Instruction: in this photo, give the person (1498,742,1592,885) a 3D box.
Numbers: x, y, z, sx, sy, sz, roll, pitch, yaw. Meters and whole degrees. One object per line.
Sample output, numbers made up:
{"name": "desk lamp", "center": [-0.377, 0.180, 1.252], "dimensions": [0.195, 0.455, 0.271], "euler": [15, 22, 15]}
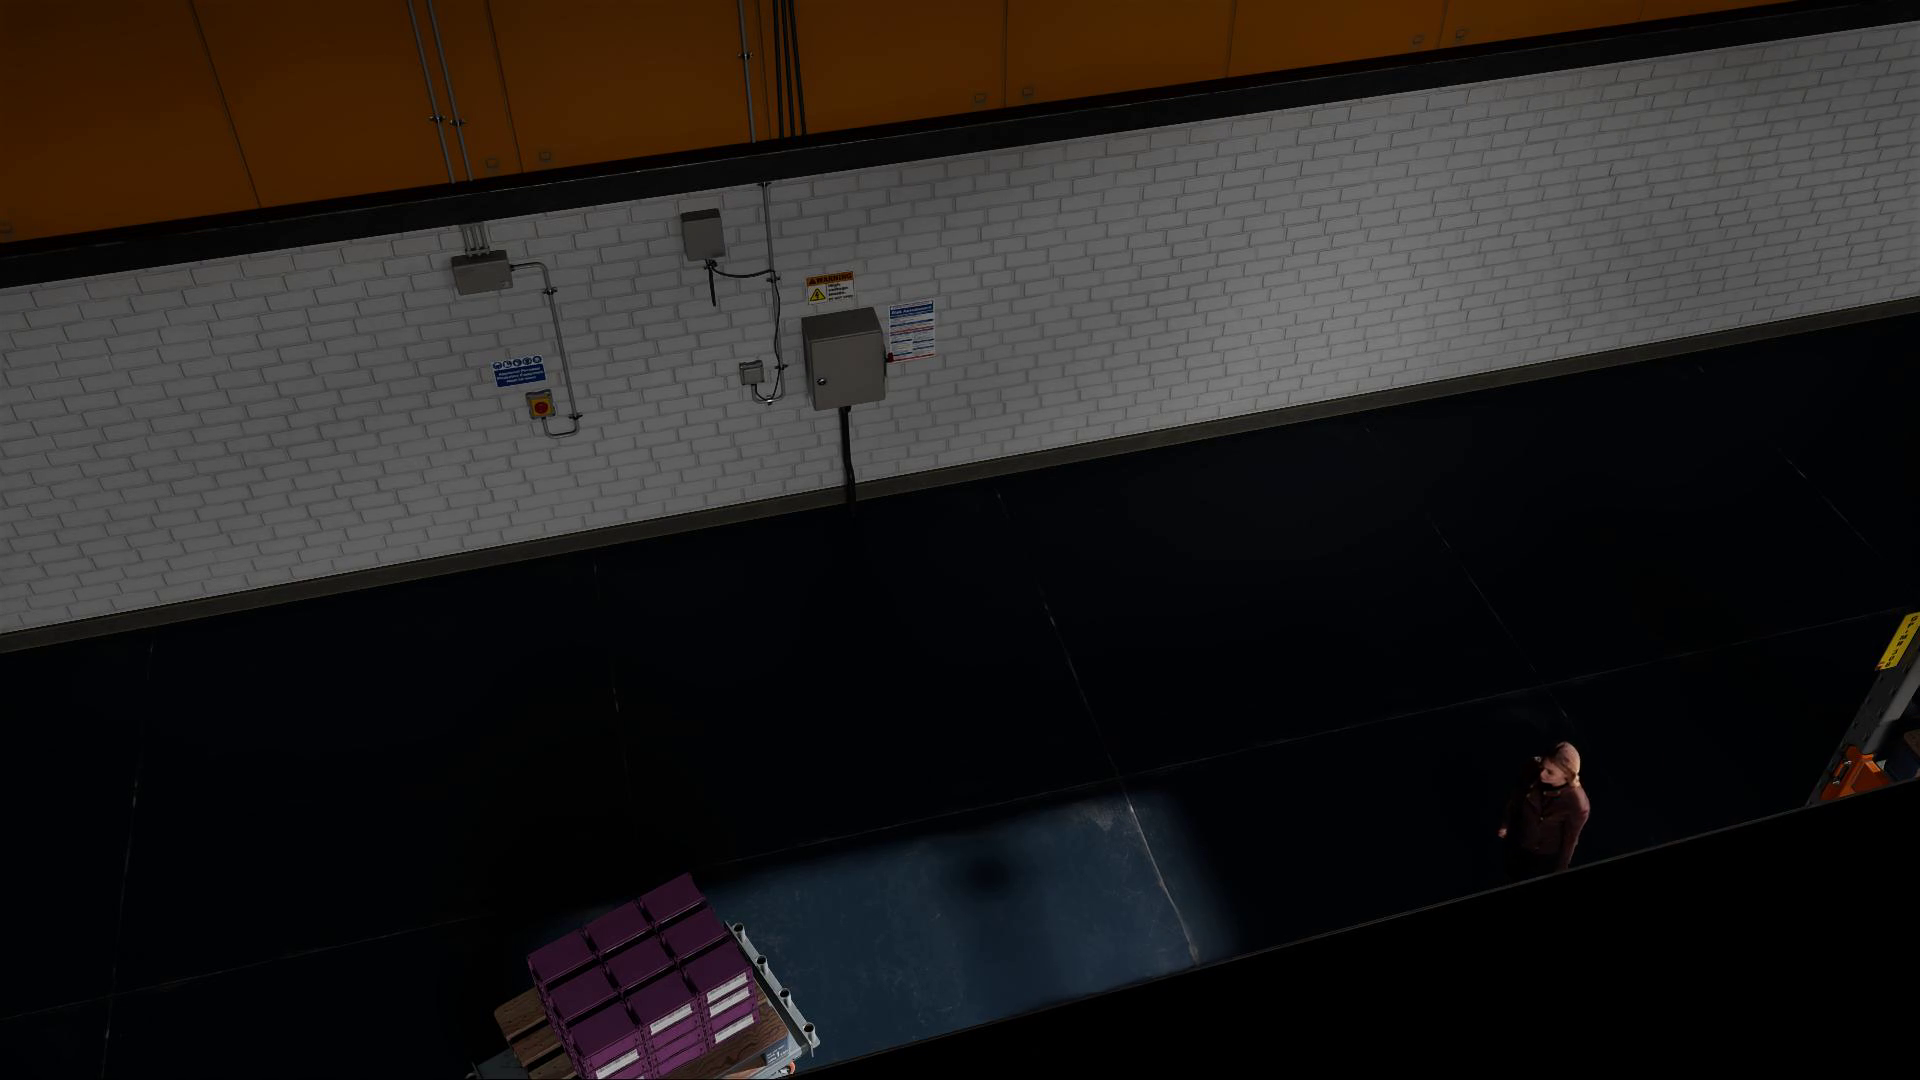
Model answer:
{"name": "person", "center": [3.226, 1.640, 9.146], "dimensions": [0.853, 1.682, 1.011], "euler": [-22, 48, -22]}
